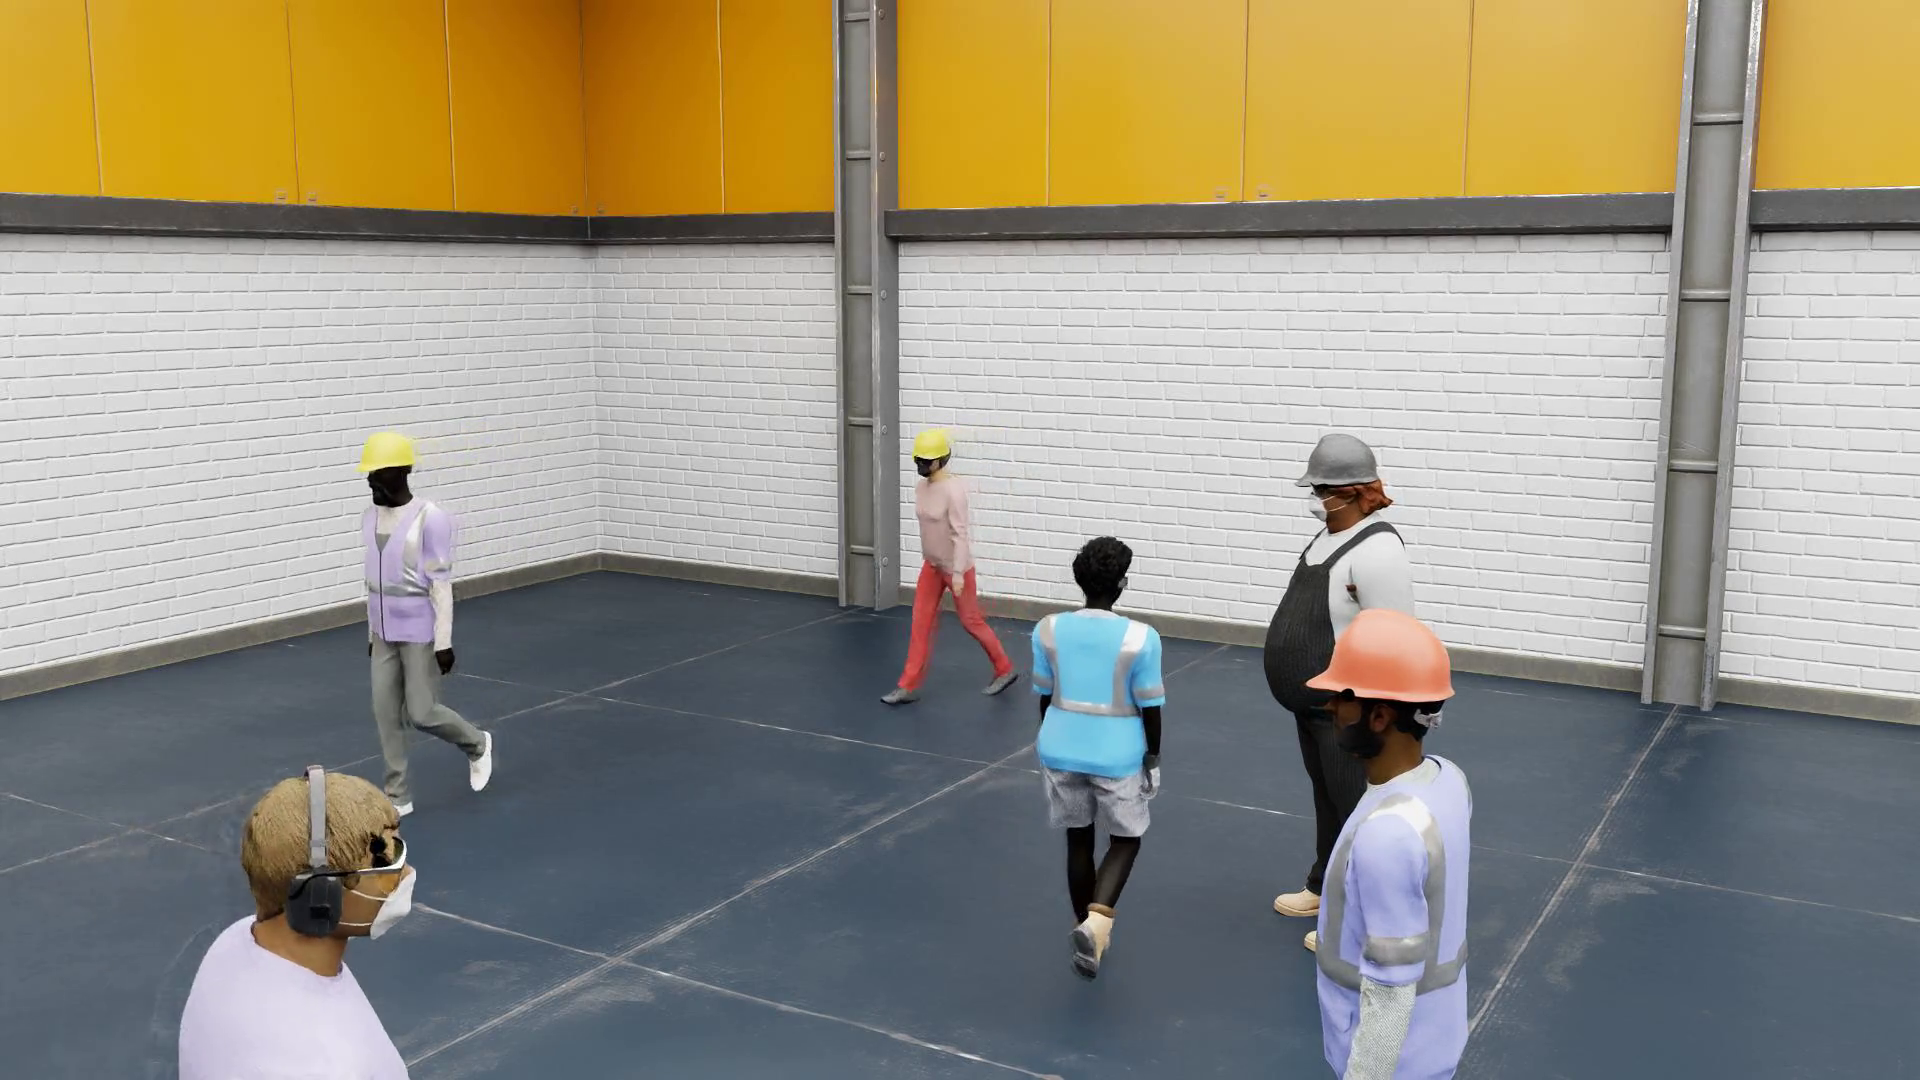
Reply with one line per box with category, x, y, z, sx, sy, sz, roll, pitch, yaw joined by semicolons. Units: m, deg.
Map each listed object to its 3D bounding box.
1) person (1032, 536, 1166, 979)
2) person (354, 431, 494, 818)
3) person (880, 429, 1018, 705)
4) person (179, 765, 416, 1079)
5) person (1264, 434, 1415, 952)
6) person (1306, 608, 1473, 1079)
person;0.484;0.829;6.188;0.530;1.674;0.562;4;10;22
person;-2.638;0.410;8.078;0.596;1.904;0.681;6;11;31
person;-0.057;0.159;10.256;0.917;1.714;0.565;-7;11;-35
person;-1.111;1.289;2.611;0.852;1.910;0.634;-6;11;-33
person;1.463;0.588;6.548;0.537;2.000;0.688;-1;9;-5
person;0.911;1.106;3.635;0.362;1.939;0.543;4;10;26
